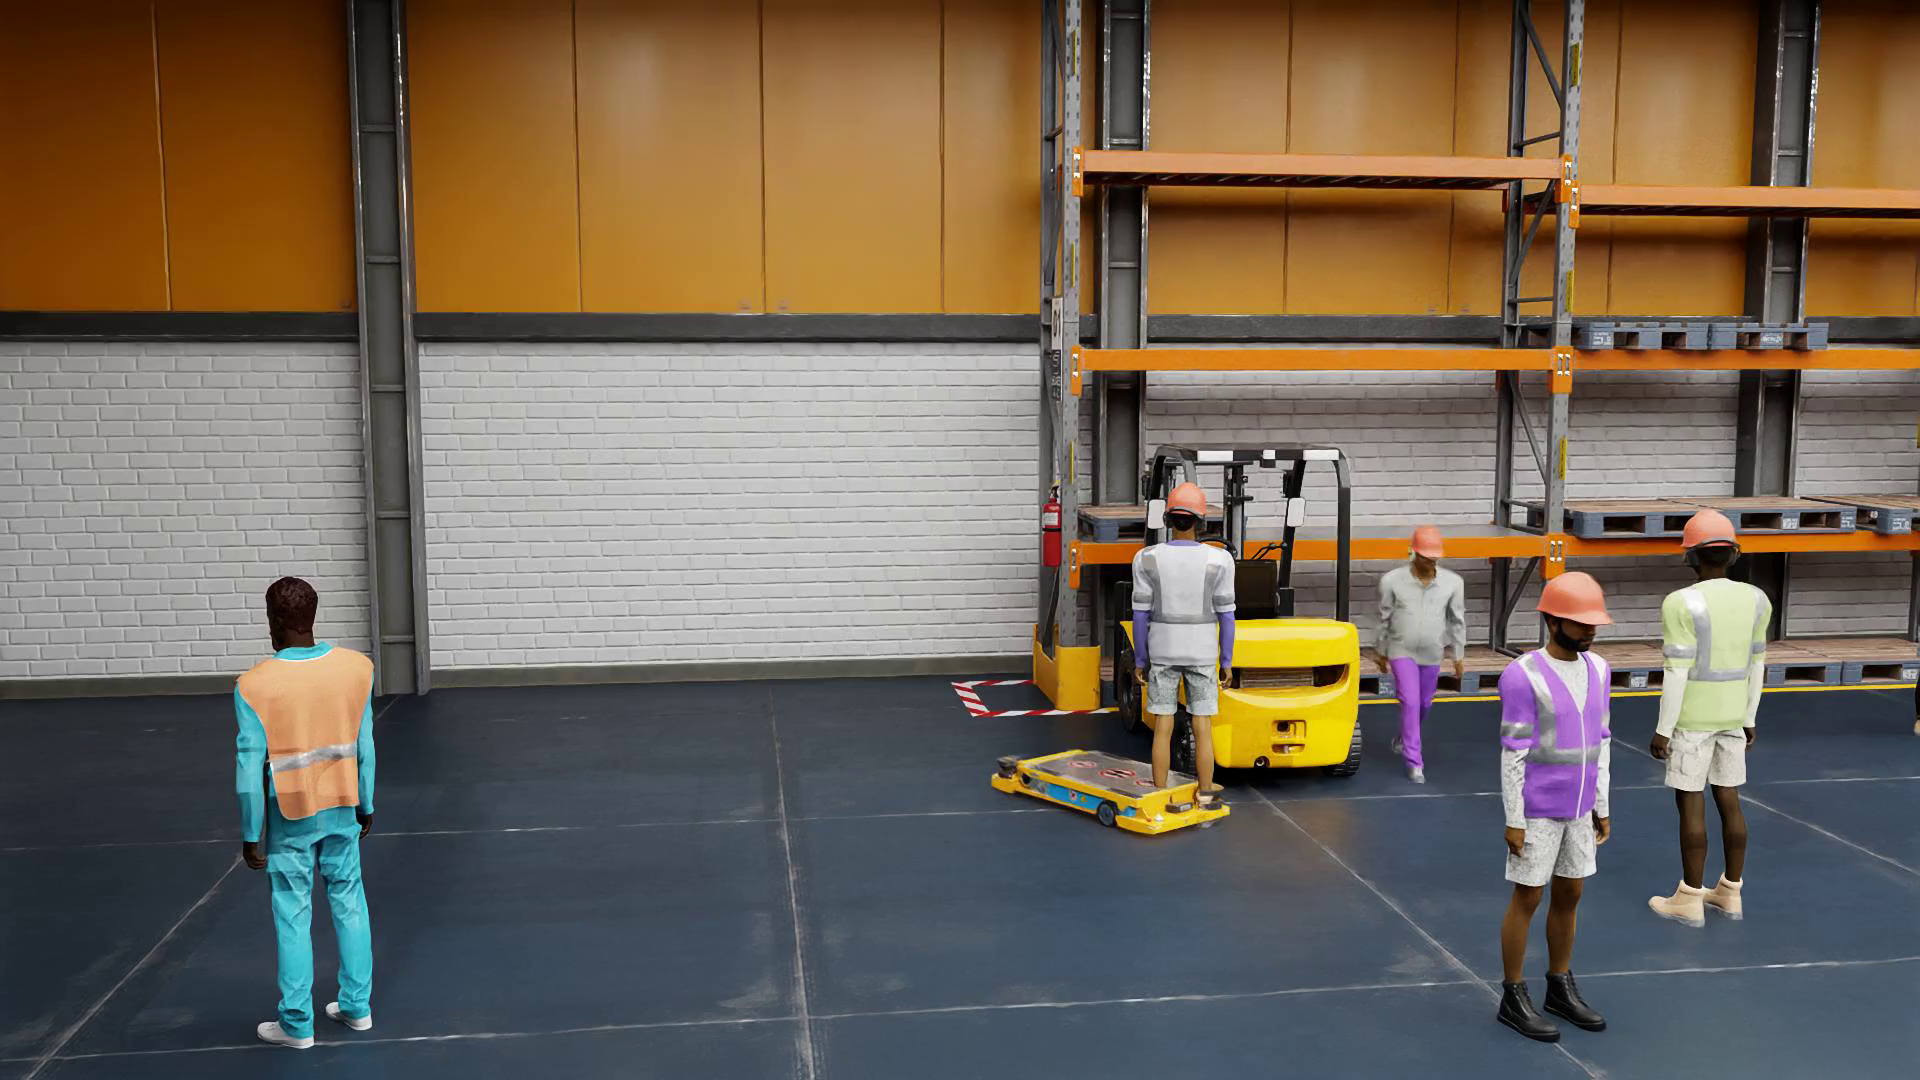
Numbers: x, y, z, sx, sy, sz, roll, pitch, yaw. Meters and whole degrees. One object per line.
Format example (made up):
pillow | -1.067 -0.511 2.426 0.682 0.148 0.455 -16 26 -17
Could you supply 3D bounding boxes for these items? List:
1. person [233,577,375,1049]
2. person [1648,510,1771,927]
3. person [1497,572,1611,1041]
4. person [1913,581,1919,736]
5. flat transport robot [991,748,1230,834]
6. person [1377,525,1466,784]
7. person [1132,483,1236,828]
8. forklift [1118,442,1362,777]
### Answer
person | -2.640 1.102 6.756 0.397 1.911 0.587 5 8 39
person | 3.662 0.870 8.201 0.614 2.039 0.383 -2 7 -20
person | 2.464 1.084 6.826 0.544 1.930 0.388 -3 7 -25
person | 7.081 0.615 11.942 0.320 1.693 0.531 0 7 4
flat transport robot | 0.901 1.515 10.231 0.652 0.197 1.431 -5 8 -39
person | 3.061 0.712 11.125 0.571 1.700 0.808 0 7 2
person | 1.321 0.681 9.849 0.609 2.043 0.376 1 7 10
forklift | 1.912 0.418 11.496 1.214 2.155 2.313 -1 7 -8
